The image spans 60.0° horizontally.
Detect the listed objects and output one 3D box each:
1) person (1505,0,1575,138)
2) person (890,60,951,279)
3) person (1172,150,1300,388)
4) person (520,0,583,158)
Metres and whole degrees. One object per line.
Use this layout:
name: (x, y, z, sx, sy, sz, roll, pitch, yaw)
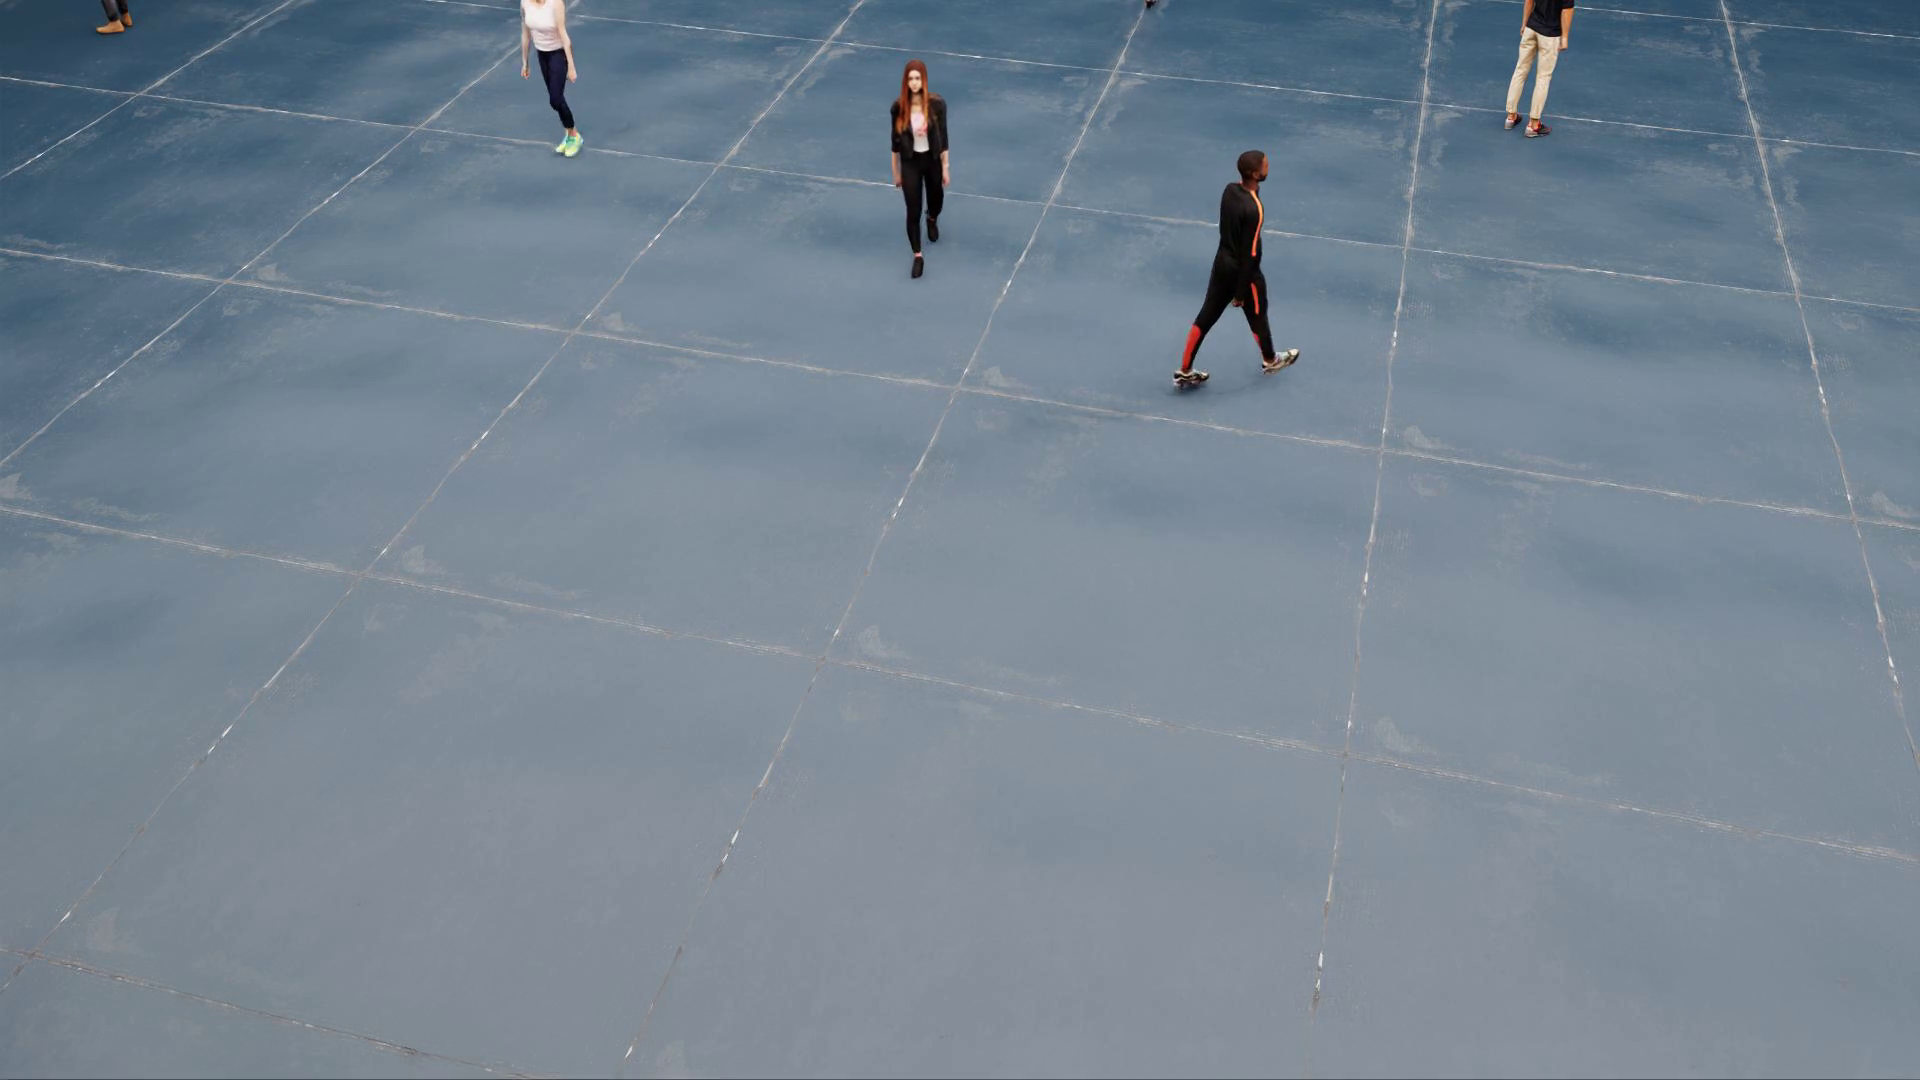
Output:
person: (5.211, -4.542, 14.854, 0.736, 1.859, 0.713, -25, 45, -29)
person: (-0.292, -2.936, 12.932, 0.763, 1.697, 0.985, 0, 38, 0)
person: (1.813, -1.812, 11.448, 1.195, 1.757, 1.176, -17, 41, -20)
person: (-3.514, -4.236, 14.597, 0.692, 1.692, 0.703, 21, 43, 25)
